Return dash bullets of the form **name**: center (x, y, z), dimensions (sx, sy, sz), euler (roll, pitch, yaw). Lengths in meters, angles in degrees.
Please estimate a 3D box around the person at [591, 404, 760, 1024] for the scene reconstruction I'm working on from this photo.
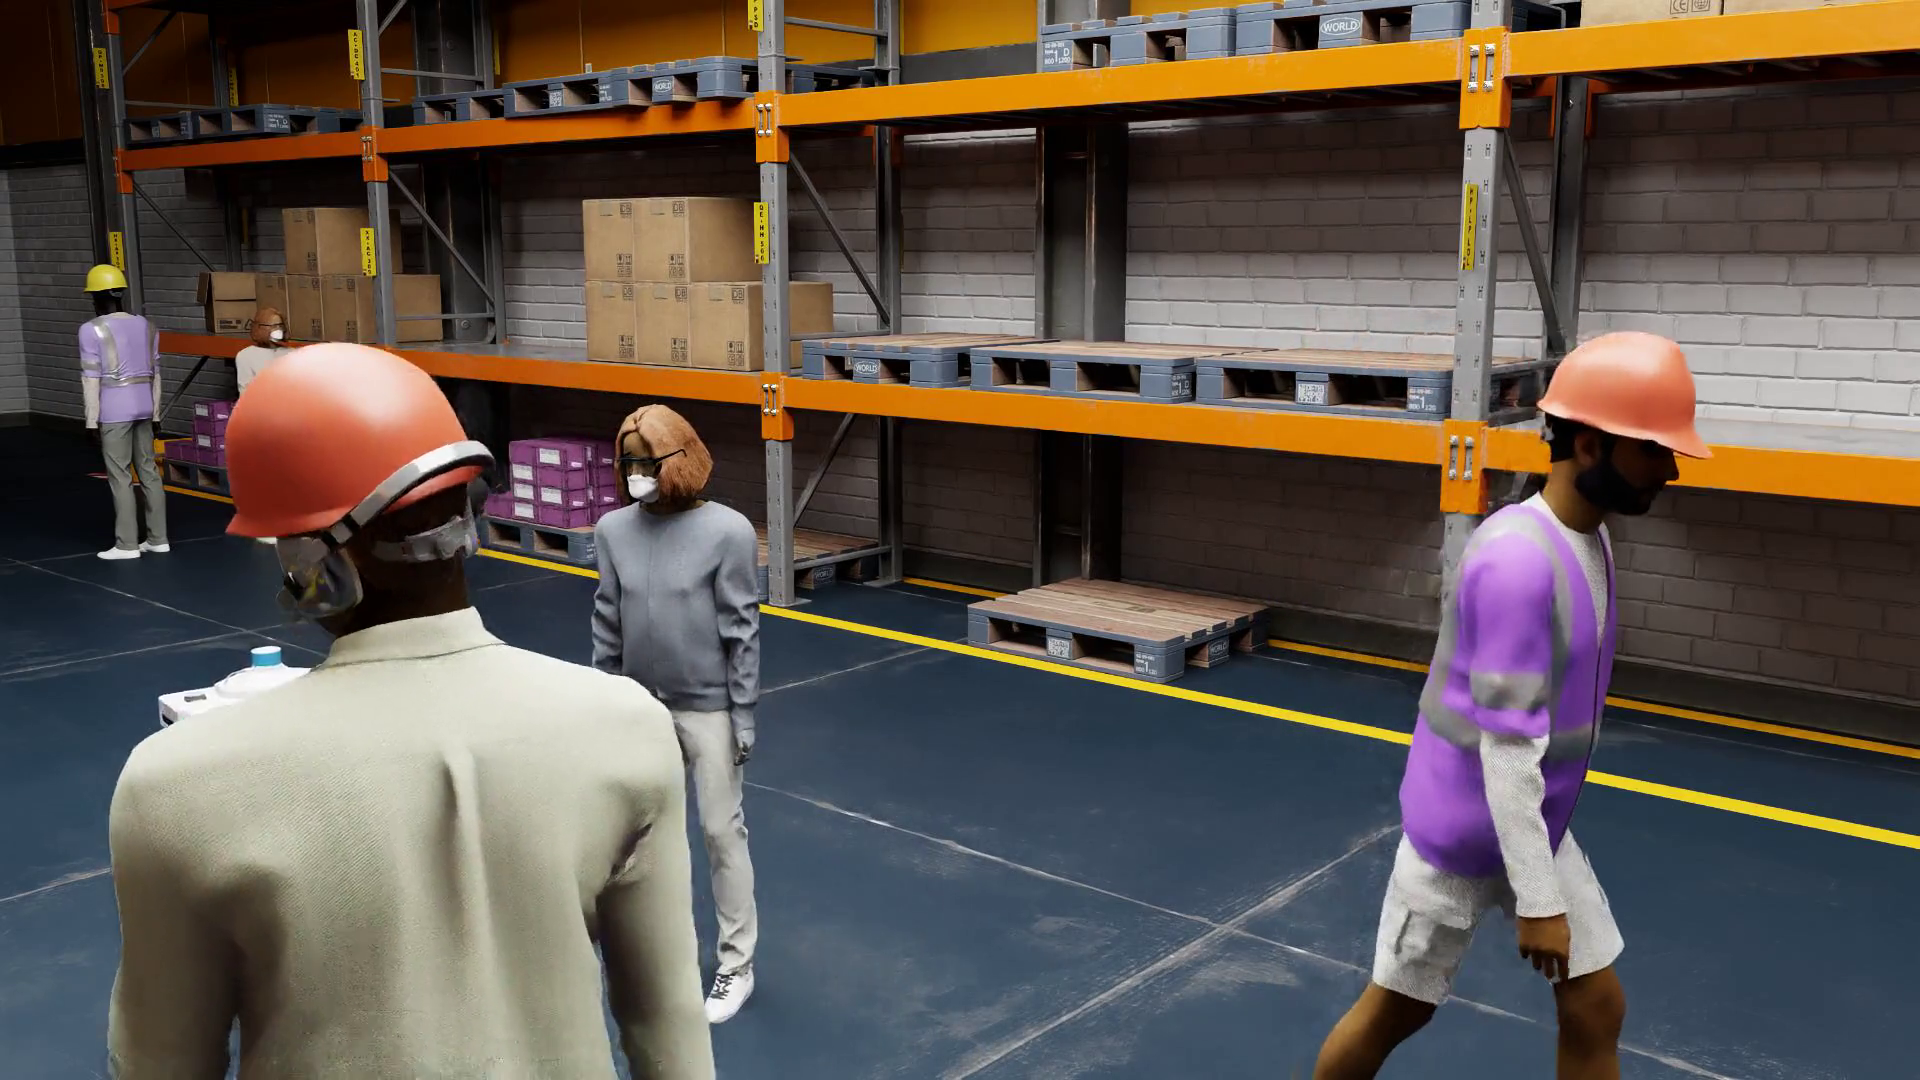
- **person**: center (-0.755, 0.452, 4.400), dimensions (0.505, 1.622, 0.297), euler (4, 11, 22)

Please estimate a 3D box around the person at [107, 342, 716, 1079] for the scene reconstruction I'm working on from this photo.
- **person**: center (-0.530, 0.760, 1.797), dimensions (0.601, 1.944, 1.071), euler (-8, 13, -39)

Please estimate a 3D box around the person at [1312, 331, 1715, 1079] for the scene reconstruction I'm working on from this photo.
- **person**: center (1.058, 0.545, 3.147), dimensions (1.006, 1.864, 0.564), euler (8, 13, 38)

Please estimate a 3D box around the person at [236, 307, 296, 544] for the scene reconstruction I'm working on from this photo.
- **person**: center (-4.715, -0.788, 11.456), dimensions (0.281, 1.625, 0.494), euler (7, 12, 36)

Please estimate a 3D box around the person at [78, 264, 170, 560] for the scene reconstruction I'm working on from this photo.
- **person**: center (-5.477, -0.829, 10.860), dimensions (0.401, 1.918, 0.588), euler (4, 11, 20)

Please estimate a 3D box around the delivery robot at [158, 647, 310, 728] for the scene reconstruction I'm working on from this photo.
- **delivery robot**: center (-2.538, 0.637, 6.117), dimensions (0.707, 0.478, 0.477), euler (-8, 13, -40)
